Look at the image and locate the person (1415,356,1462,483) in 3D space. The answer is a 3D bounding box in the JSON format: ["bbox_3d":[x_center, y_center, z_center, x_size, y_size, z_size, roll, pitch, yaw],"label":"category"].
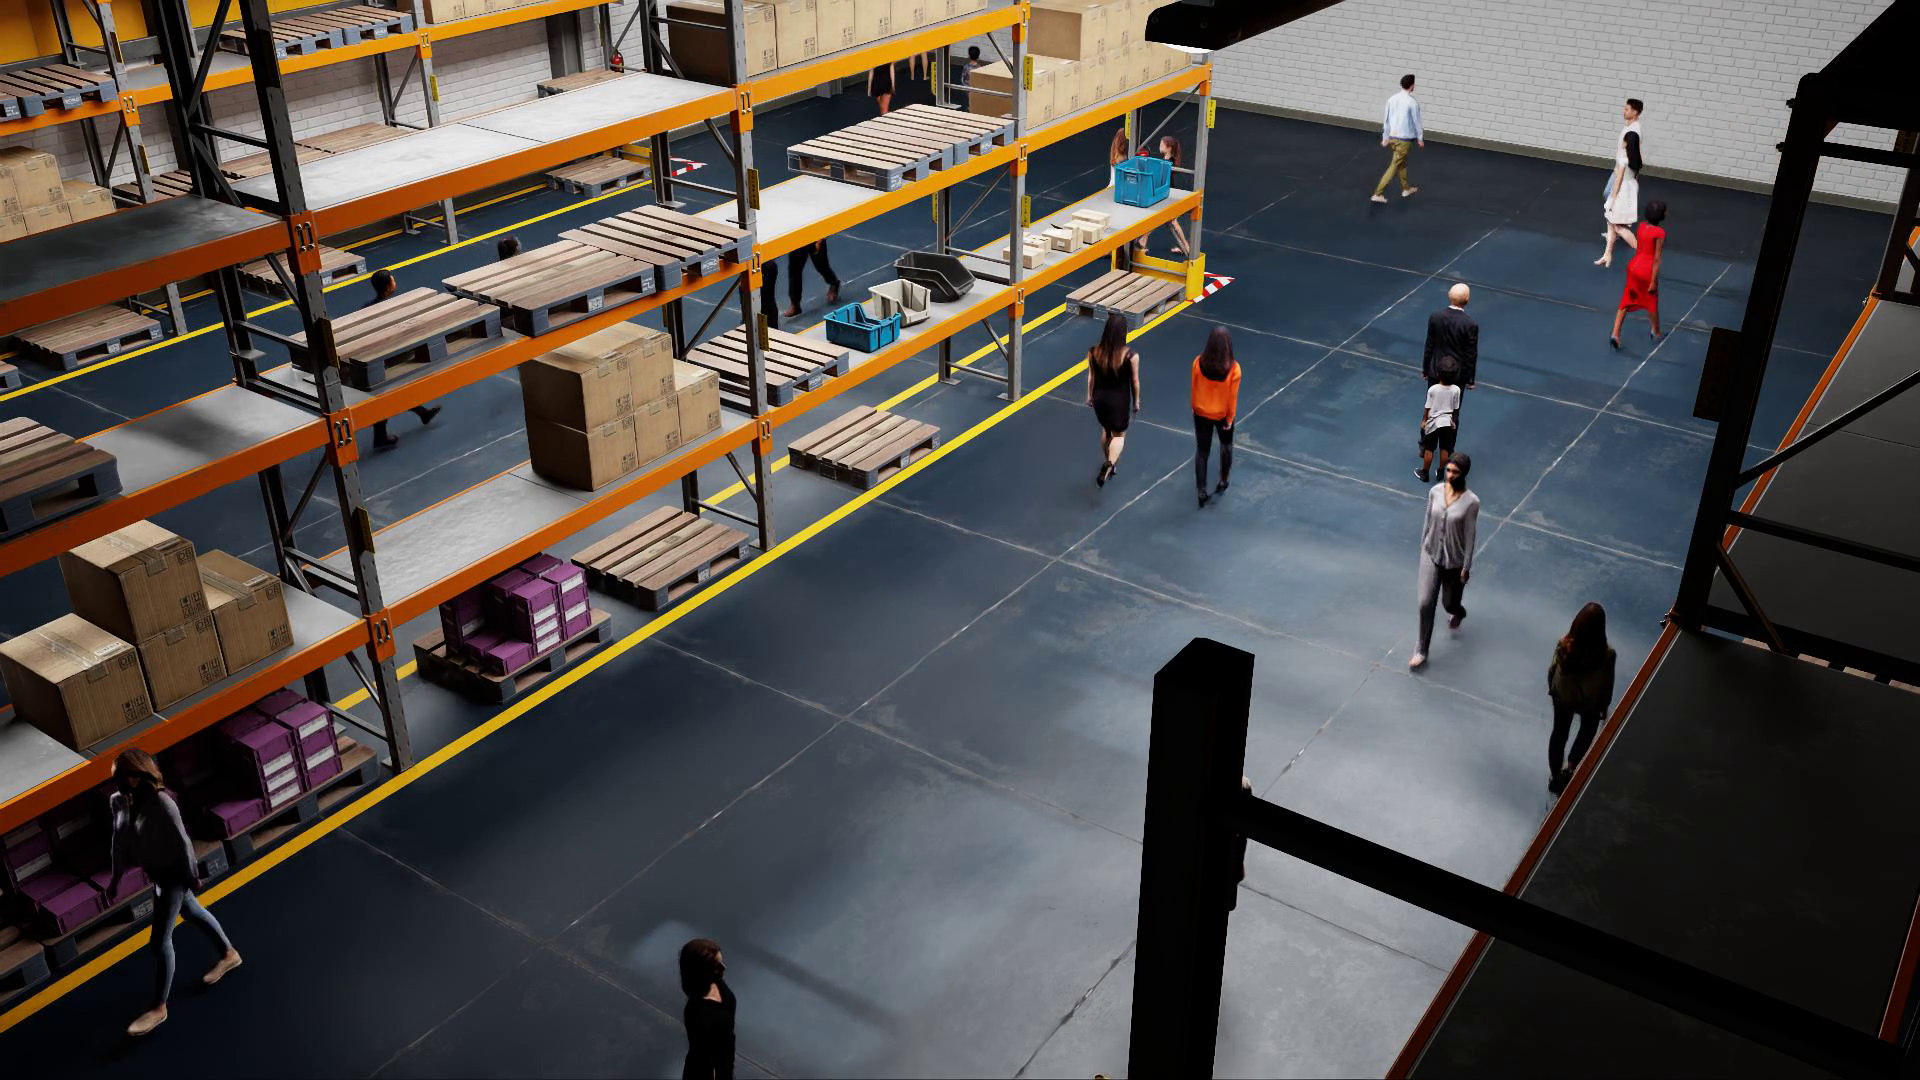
[{"bbox_3d":[4.556,-1.147,15.777,0.582,1.262,0.633,-1,29,-3],"label":"person"}]

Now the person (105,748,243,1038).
[{"bbox_3d":[-4.540,1.906,9.660,0.653,1.762,1.048,15,32,26],"label":"person"}]

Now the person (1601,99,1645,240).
[{"bbox_3d":[8.921,-4.896,22.041,0.870,1.845,0.769,2,29,4],"label":"person"}]

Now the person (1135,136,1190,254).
[{"bbox_3d":[2.745,-4.438,21.544,0.905,1.517,1.065,5,29,9],"label":"person"}]

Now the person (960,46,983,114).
[{"bbox_3d":[0.202,-7.506,27.470,0.820,1.228,0.797,-11,31,-20],"label":"person"}]

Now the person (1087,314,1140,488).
[{"bbox_3d":[1.397,-1.241,15.500,0.796,1.694,1.028,11,30,19],"label":"person"}]

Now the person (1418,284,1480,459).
[{"bbox_3d":[4.719,-1.621,16.084,0.663,1.801,0.568,19,34,31],"label":"person"}]

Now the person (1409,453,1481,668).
[{"bbox_3d":[3.819,0.123,12.940,0.620,1.750,0.999,21,35,33],"label":"person"}]

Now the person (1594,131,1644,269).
[{"bbox_3d":[8.385,-4.211,20.883,1.019,1.751,0.824,-19,34,-30],"label":"person"}]

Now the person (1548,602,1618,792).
[{"bbox_3d":[4.213,1.118,11.407,0.593,1.471,0.545,19,34,30],"label":"person"}]

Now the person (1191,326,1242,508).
[{"bbox_3d":[2.291,-1.103,15.205,0.723,1.732,0.848,10,30,18],"label":"person"}]

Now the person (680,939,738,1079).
[{"bbox_3d":[-1.255,2.666,8.324,0.718,1.705,0.621,0,29,0],"label":"person"}]

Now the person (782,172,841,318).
[{"bbox_3d":[-1.747,-3.605,19.649,0.852,1.870,1.325,12,31,21],"label":"person"}]

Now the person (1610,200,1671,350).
[{"bbox_3d":[7.539,-2.922,18.562,1.103,1.713,0.938,-11,31,-20],"label":"person"}]

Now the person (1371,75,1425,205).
[{"bbox_3d":[6.140,-5.587,23.390,1.303,1.767,1.028,-15,32,-26],"label":"person"}]

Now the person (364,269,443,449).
[{"bbox_3d":[-5.681,-1.746,16.378,0.712,1.738,1.119,21,35,33],"label":"person"}]

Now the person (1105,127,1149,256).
[{"bbox_3d":[1.984,-4.438,21.356,1.020,1.698,0.941,-7,29,-13],"label":"person"}]
